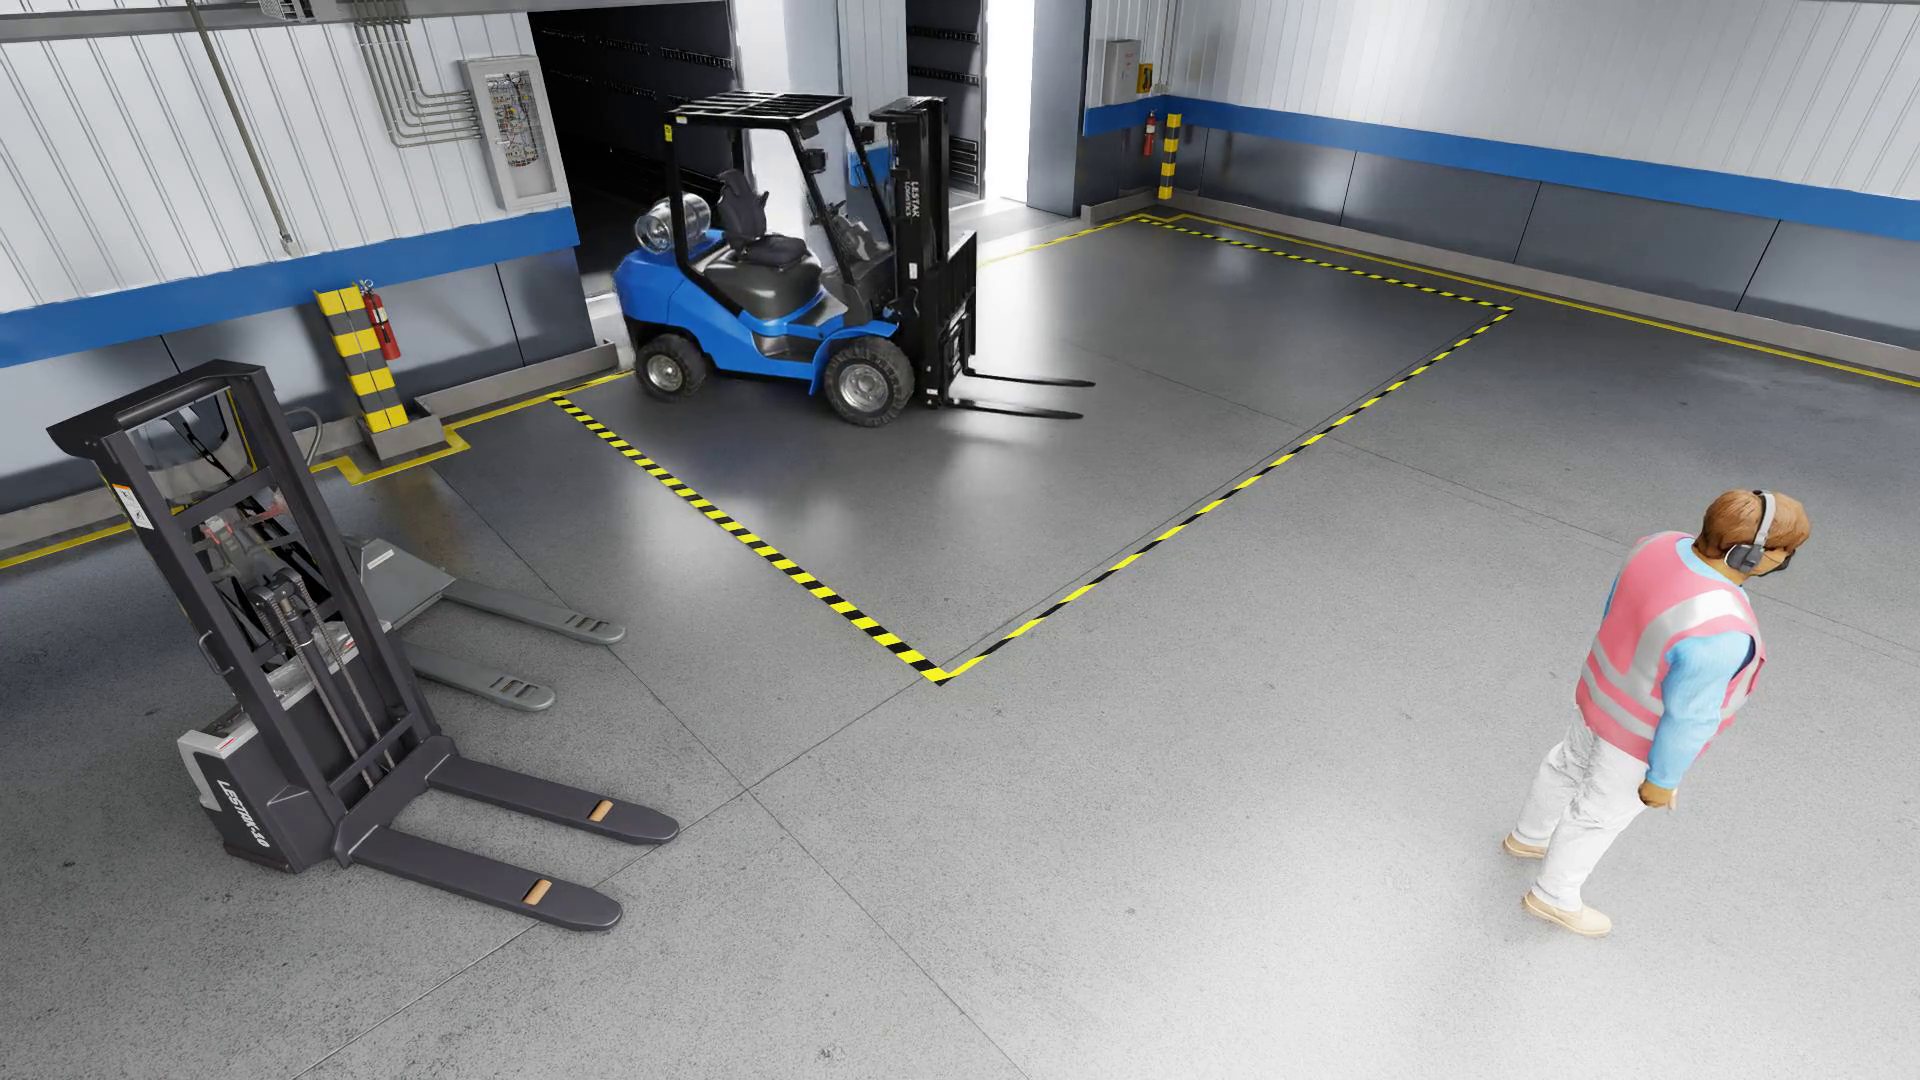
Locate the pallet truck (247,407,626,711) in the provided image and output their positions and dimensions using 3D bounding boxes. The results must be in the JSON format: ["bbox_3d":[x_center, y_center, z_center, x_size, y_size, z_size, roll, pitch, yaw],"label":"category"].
[{"bbox_3d":[-2.628,0.038,4.590,1.601,1.201,0.680,12,36,18],"label":"pallet truck"}]

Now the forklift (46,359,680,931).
[{"bbox_3d":[-2.135,0.422,3.354,1.885,1.965,0.823,10,35,14],"label":"forklift"}]

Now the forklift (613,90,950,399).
[{"bbox_3d":[-1.310,-2.278,7.004,2.680,2.036,1.157,9,35,13],"label":"forklift"}]

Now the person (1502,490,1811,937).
[{"bbox_3d":[2.369,0.627,3.189,0.429,1.843,0.632,8,35,12],"label":"person"}]
